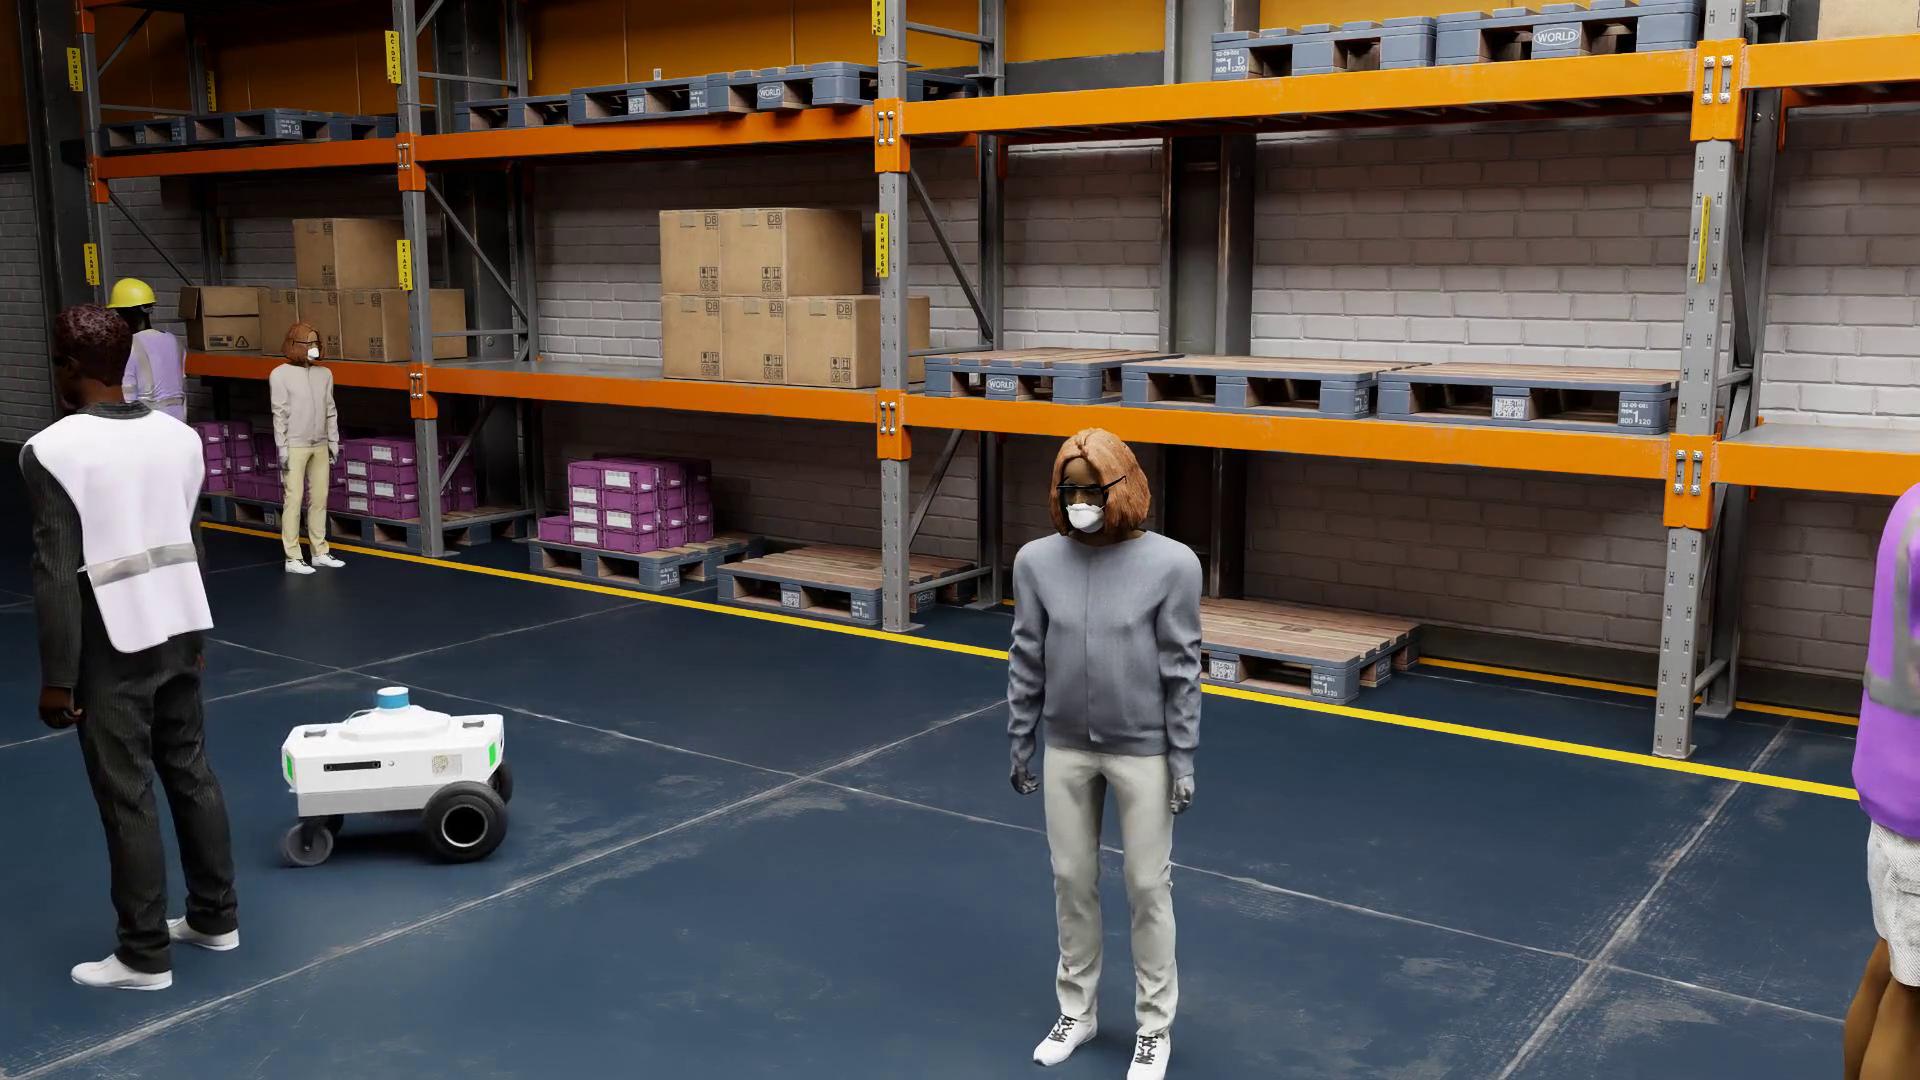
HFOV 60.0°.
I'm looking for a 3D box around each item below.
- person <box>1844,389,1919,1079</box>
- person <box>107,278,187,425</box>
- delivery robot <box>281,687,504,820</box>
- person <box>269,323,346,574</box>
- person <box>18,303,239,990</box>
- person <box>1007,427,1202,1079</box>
[{"bbox_3d":[1.961,0.515,3.278,0.359,1.939,0.542,4,10,23],"label":"person"},{"bbox_3d":[-4.942,-0.626,10.145,0.398,1.919,0.592,2,10,12],"label":"person"},{"bbox_3d":[-1.937,0.749,5.715,0.707,0.478,0.477,-2,10,-12],"label":"delivery robot"},{"bbox_3d":[-4.248,-0.595,10.826,0.282,1.625,0.492,5,11,28],"label":"person"},{"bbox_3d":[-2.321,0.297,4.681,0.410,1.909,0.593,3,10,16],"label":"person"},{"bbox_3d":[0.348,0.531,4.121,0.504,1.622,0.298,4,10,24],"label":"person"}]
